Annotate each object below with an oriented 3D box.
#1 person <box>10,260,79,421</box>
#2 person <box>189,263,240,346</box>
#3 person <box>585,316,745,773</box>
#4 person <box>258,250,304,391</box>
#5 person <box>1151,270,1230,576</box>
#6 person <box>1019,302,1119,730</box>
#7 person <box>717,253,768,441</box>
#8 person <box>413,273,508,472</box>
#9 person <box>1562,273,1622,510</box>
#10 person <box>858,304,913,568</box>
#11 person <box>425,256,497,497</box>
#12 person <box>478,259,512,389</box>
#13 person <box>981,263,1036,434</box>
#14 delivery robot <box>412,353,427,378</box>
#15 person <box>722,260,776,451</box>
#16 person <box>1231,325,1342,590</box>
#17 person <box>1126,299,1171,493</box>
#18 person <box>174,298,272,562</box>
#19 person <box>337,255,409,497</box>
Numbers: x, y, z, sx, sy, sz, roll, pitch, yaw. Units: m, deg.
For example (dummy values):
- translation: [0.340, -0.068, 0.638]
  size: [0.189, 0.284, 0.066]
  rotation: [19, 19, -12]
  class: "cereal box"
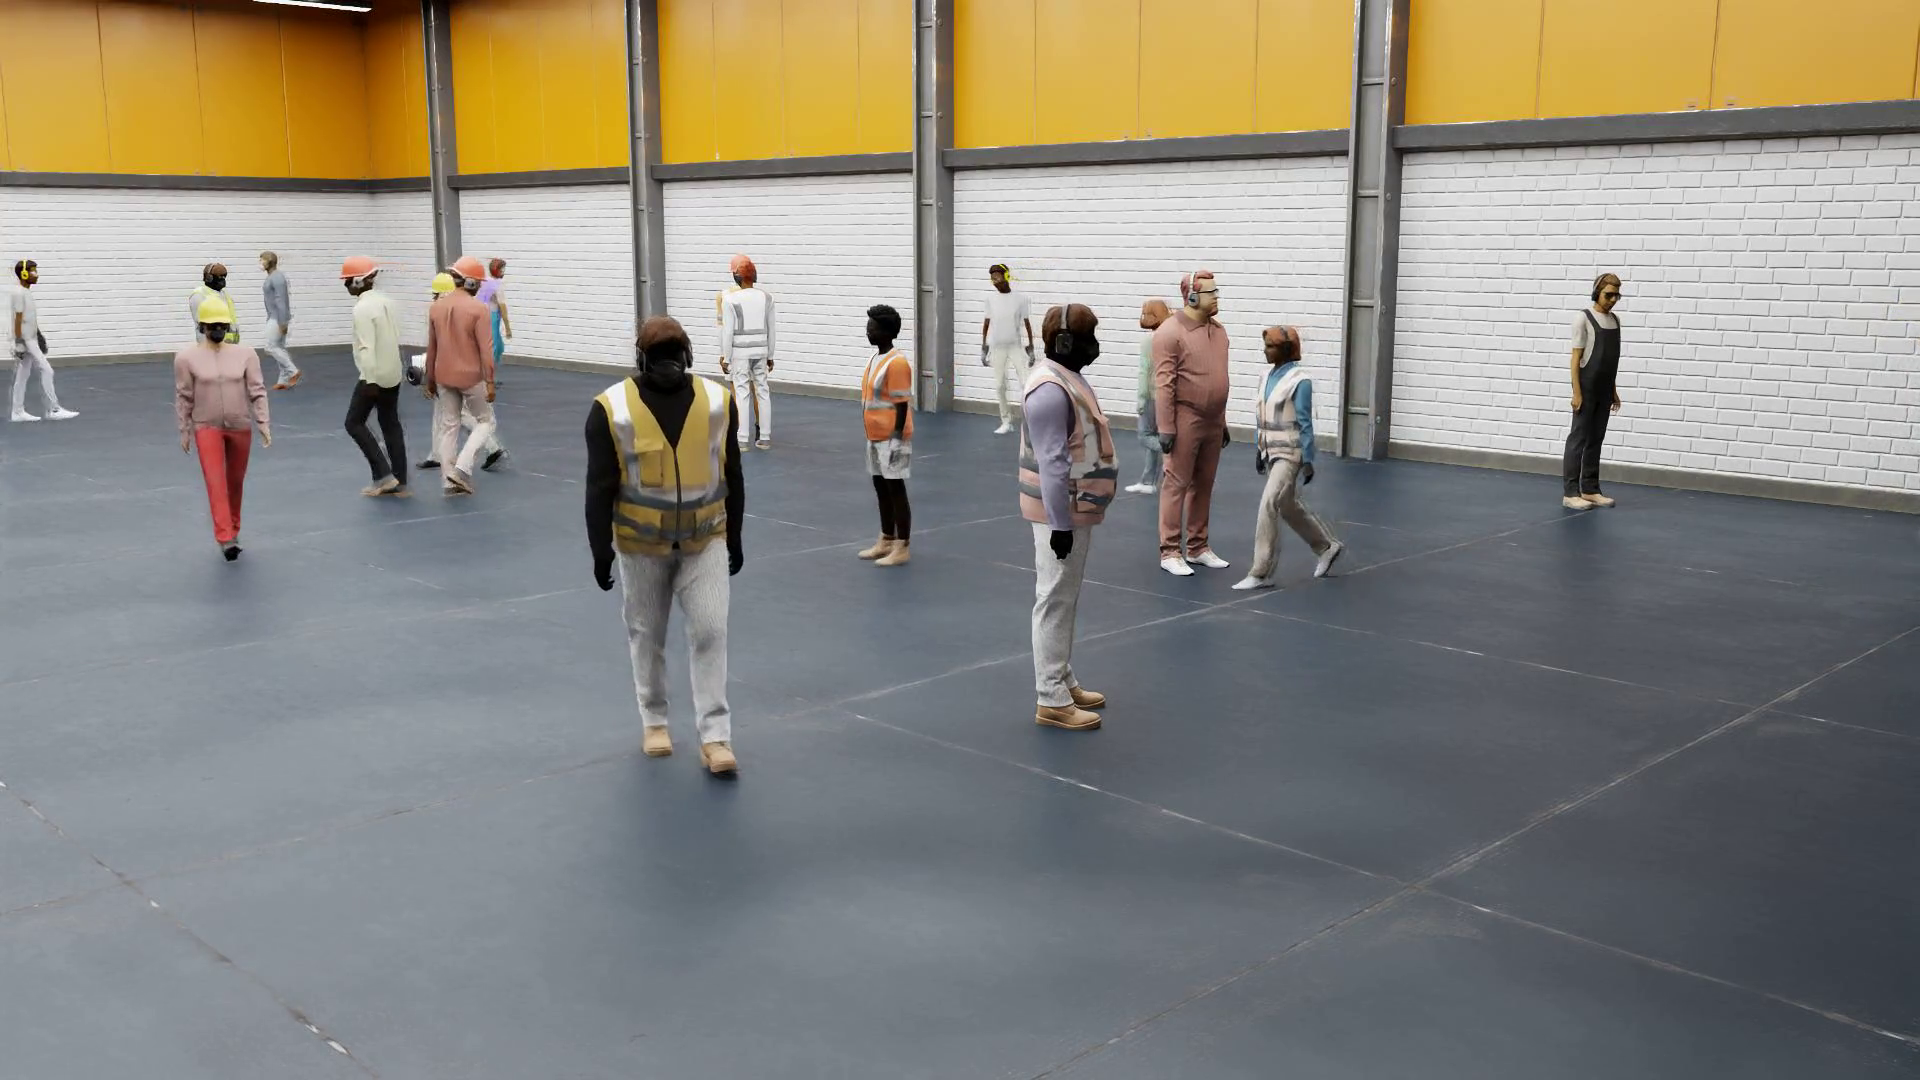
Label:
- translation: [-10.583, -2.283, 19.134]
  size: [0.823, 1.836, 0.573]
  rotation: [-5, 11, -24]
  class: "person"
- translation: [-7.999, -2.064, 17.960]
  size: [0.429, 1.838, 0.621]
  rotation: [1, 10, 5]
  class: "person"
- translation: [-1.141, 0.031, 6.604]
  size: [0.657, 1.809, 0.831]
  rotation: [-3, 11, -18]
  class: "person"
- translation: [-9.371, -2.992, 22.762]
  size: [0.434, 1.924, 0.640]
  rotation: [-5, 12, -26]
  class: "person"
- translation: [1.495, -0.740, 10.531]
  size: [0.651, 1.913, 0.410]
  rotation: [-10, 14, -43]
  class: "person"
- translation: [0.476, -0.110, 7.288]
  size: [0.429, 1.844, 0.627]
  rotation: [2, 11, 10]
  class: "person"
- translation: [-2.236, -1.980, 17.213]
  size: [0.545, 1.942, 0.350]
  rotation: [-2, 11, -13]
  class: "person"
- translation: [-4.527, -1.501, 14.994]
  size: [0.873, 1.803, 0.600]
  rotation: [0, 10, 2]
  class: "person"
- translation: [4.973, -1.160, 13.020]
  size: [0.506, 1.839, 0.343]
  rotation: [-6, 12, -31]
  class: "person"
- translation: [-0.478, -0.672, 10.747]
  size: [0.316, 1.695, 0.540]
  rotation: [-5, 11, -24]
  class: "person"
- translation: [-4.059, -1.311, 13.527]
  size: [0.732, 1.965, 0.456]
  rotation: [3, 11, 18]
  class: "person"
- translation: [-6.478, -2.977, 23.042]
  size: [0.458, 1.807, 0.658]
  rotation: [-7, 13, -35]
  class: "person"
- translation: [0.539, -2.044, 17.848]
  size: [0.663, 1.836, 0.378]
  rotation: [2, 11, 13]
  class: "person"
- translation: [-7.465, -2.519, 23.678]
  size: [0.707, 0.478, 0.477]
  rotation: [7, 13, 34]
  class: "delivery robot"
- translation: [-2.097, -1.820, 16.509]
  size: [0.576, 1.880, 0.355]
  rotation: [-7, 12, -33]
  class: "person"
- translation: [2.027, -0.510, 10.135]
  size: [0.794, 1.609, 0.519]
  rotation: [-4, 11, -19]
  class: "person"
- translation: [1.644, -1.161, 13.613]
  size: [0.586, 1.616, 0.513]
  rotation: [7, 12, 32]
  class: "person"
- translation: [-4.825, -0.719, 10.941]
  size: [0.538, 1.716, 0.942]
  rotation: [-7, 13, -34]
  class: "person"
- translation: [-4.741, -1.312, 13.472]
  size: [0.485, 1.971, 0.640]
  rotation: [1, 10, 5]
  class: "person"
